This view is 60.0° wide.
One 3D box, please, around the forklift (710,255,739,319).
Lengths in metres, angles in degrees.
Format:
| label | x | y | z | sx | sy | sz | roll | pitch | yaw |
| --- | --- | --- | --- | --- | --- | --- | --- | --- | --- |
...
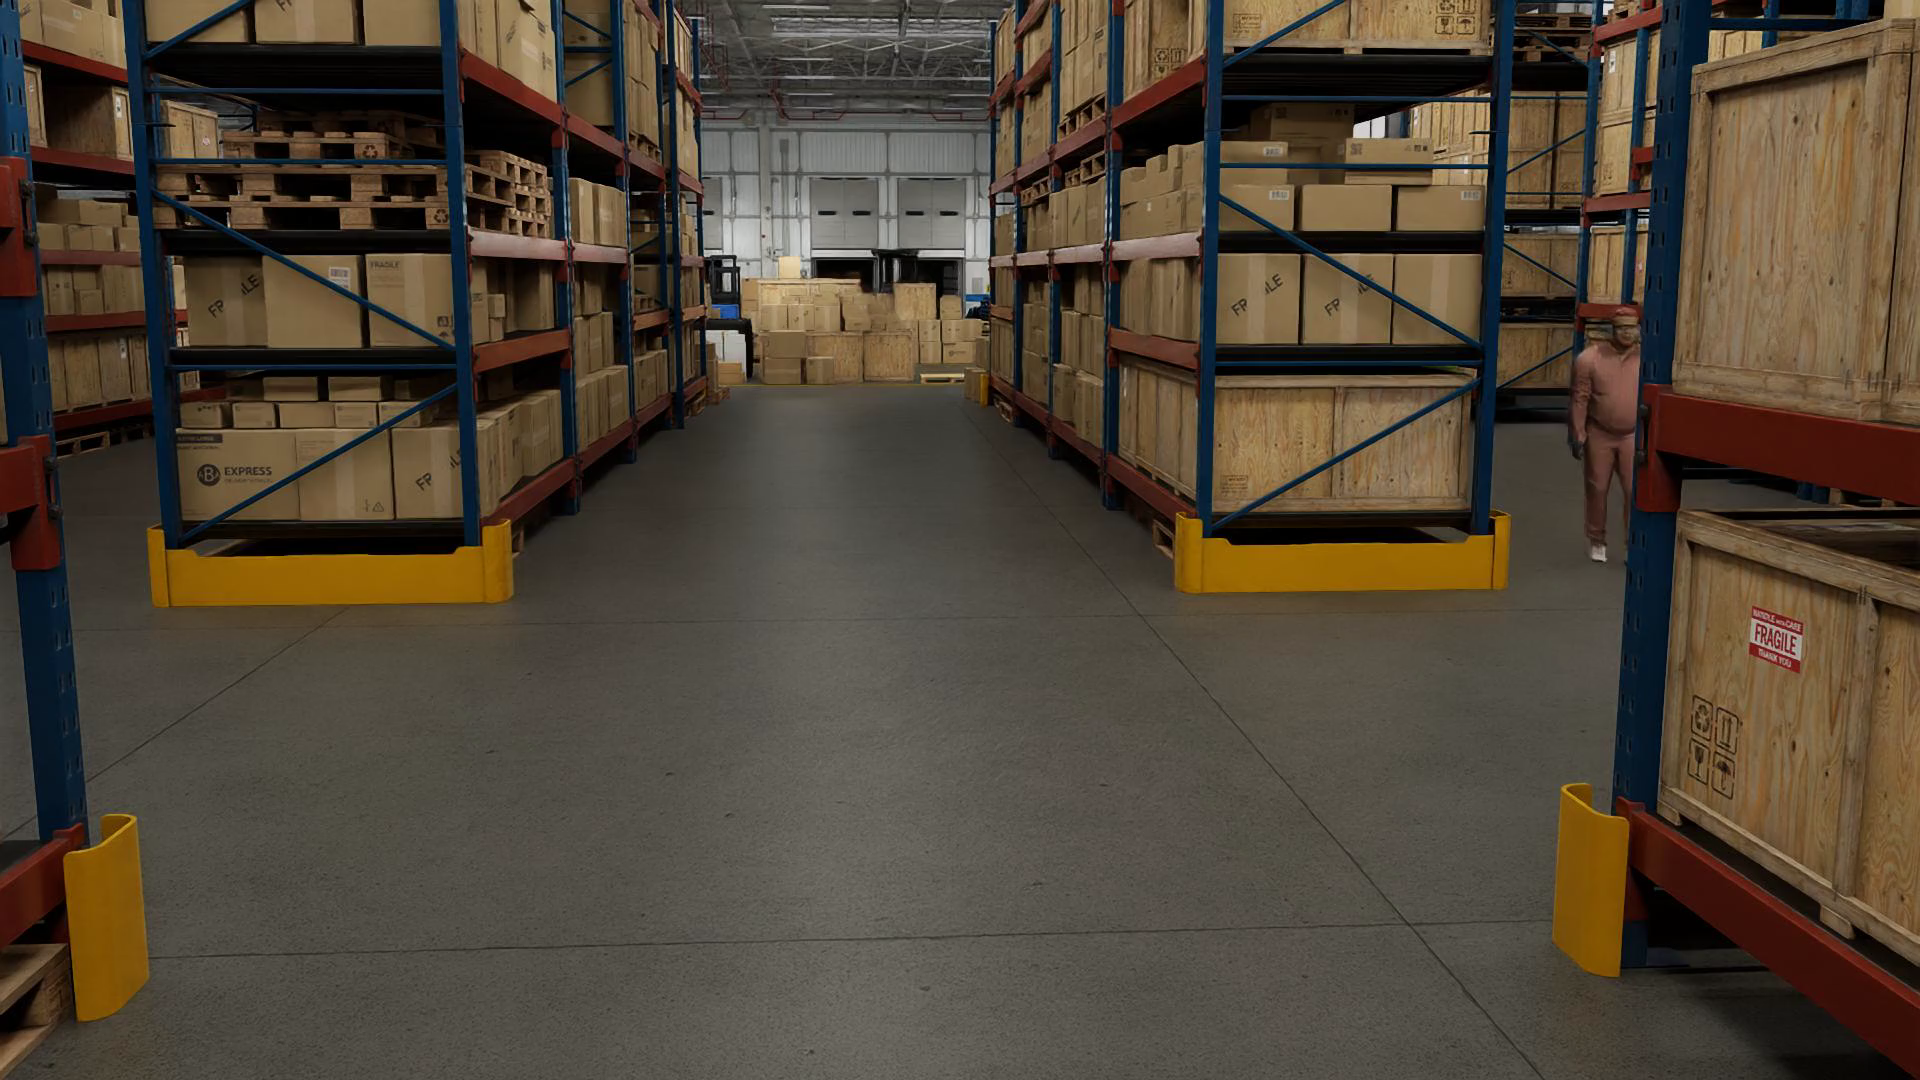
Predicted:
| label | x | y | z | sx | sy | sz | roll | pitch | yaw |
| --- | --- | --- | --- | --- | --- | --- | --- | --- | --- |
| forklift | -8.368 | -8.713 | 59.038 | 1.129 | 2.768 | 1.873 | -1 | 9 | -4 |

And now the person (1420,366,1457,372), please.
| label | x | y | z | sx | sy | sz | roll | pitch | yaw |
| --- | --- | --- | --- | --- | --- | --- | --- | --- | --- |
| person | 4.269 | -1.109 | 15.015 | 0.322 | 1.692 | 0.531 | -7 | 11 | -36 |

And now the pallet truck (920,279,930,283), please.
| label | x | y | z | sx | sy | sz | roll | pitch | yaw |
| --- | --- | --- | --- | --- | --- | --- | --- | --- | --- |
| pallet truck | -0.932 | -8.922 | 63.114 | 1.885 | 1.965 | 0.823 | 2 | 9 | 13 |

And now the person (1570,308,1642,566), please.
| label | x | y | z | sx | sy | sz | roll | pitch | yaw |
| --- | --- | --- | --- | --- | --- | --- | --- | --- | --- |
| person | 4.759 | -0.725 | 12.044 | 0.651 | 1.875 | 0.868 | 2 | 9 | 12 |

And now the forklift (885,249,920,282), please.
| label | x | y | z | sx | sy | sz | roll | pitch | yaw |
| --- | --- | --- | --- | --- | --- | --- | --- | --- | --- |
| forklift | -1.572 | -6.537 | 45.376 | 1.129 | 2.768 | 1.873 | 3 | 9 | 16 |
